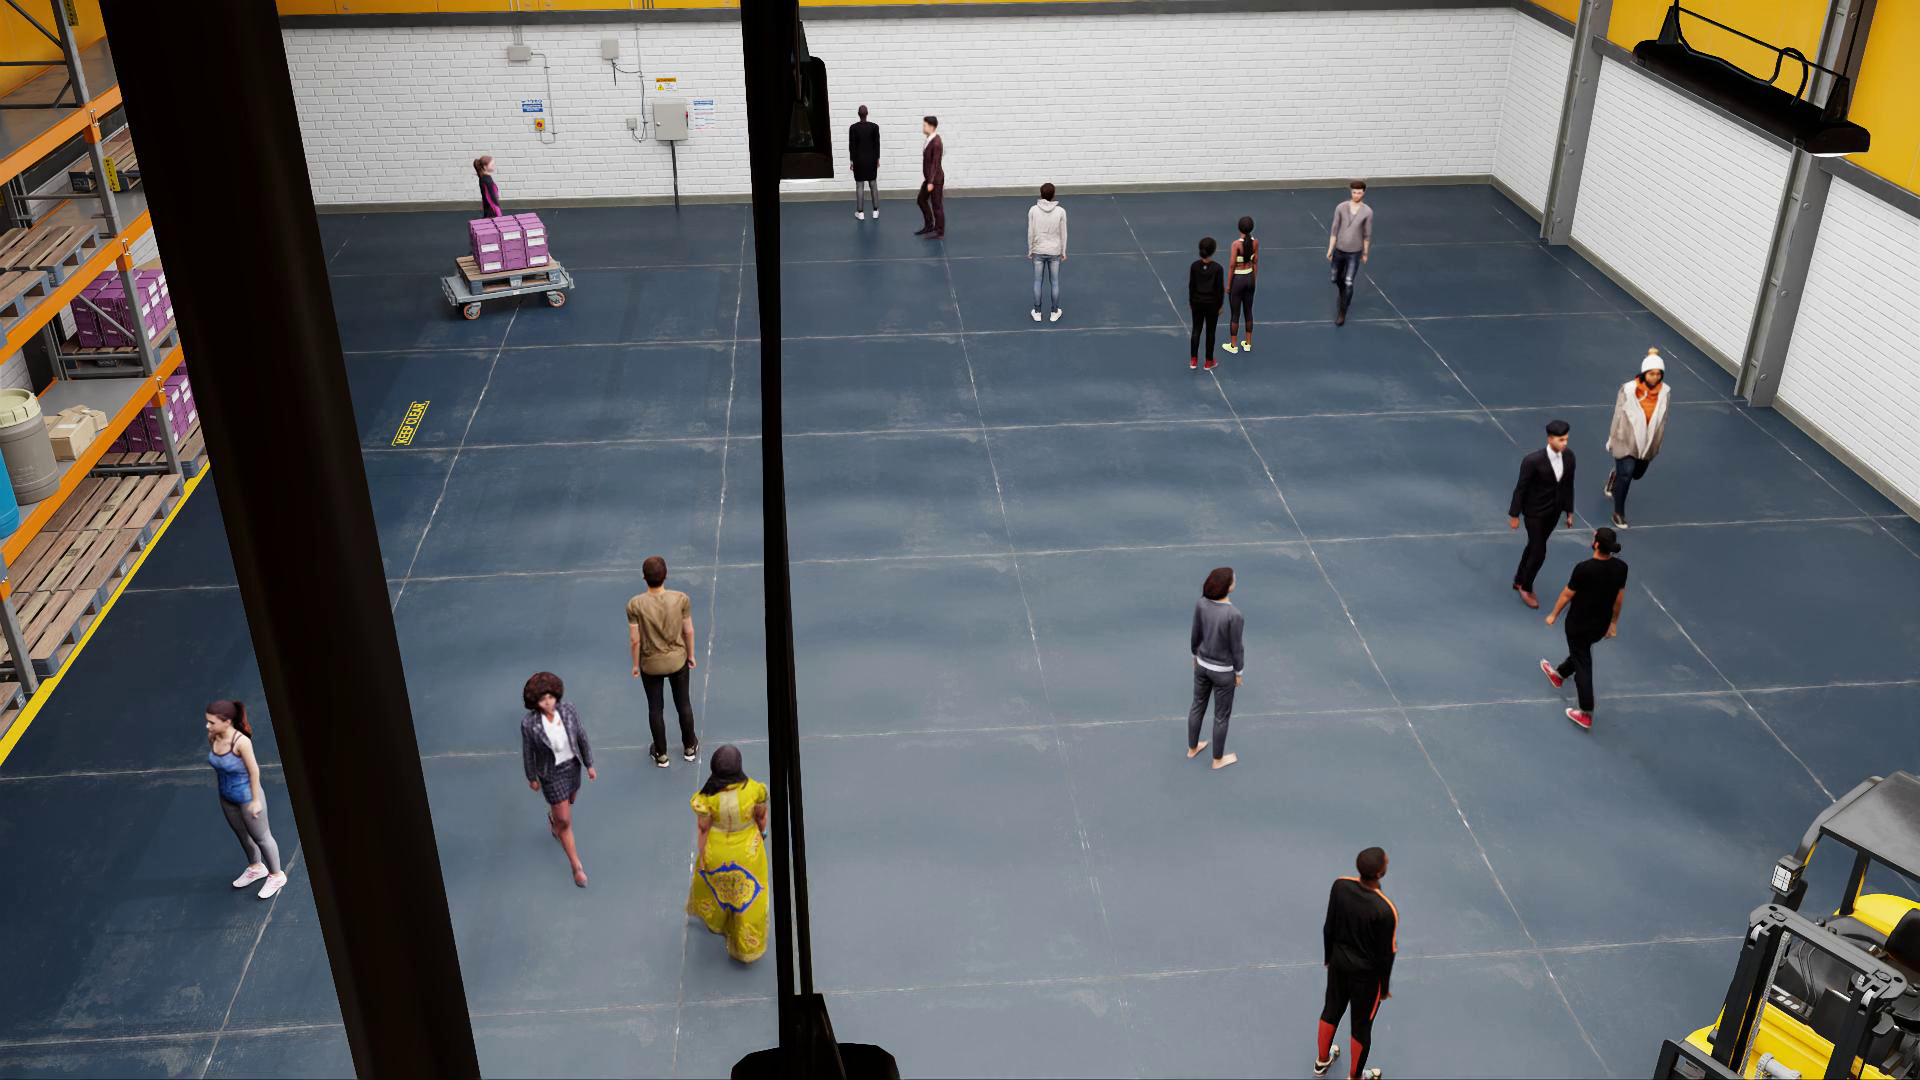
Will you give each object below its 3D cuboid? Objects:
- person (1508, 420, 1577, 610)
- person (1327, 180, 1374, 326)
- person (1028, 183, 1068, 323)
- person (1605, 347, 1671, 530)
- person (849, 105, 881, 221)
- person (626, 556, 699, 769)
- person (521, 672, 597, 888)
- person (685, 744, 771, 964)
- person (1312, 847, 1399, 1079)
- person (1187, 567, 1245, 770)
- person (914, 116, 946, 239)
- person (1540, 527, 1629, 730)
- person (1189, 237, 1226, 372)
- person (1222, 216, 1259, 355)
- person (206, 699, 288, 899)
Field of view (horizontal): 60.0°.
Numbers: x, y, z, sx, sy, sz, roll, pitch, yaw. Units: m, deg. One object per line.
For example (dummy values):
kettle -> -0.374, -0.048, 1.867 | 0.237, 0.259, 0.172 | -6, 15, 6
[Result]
person -> 5.371, -0.308, 15.530 | 0.820, 1.860, 0.838 | -12, 31, -21
person -> 5.140, -3.844, 21.988 | 1.031, 1.884, 1.194 | 13, 31, 22
person -> 1.140, -3.804, 21.946 | 0.690, 1.853, 0.597 | 1, 29, 2
person -> 6.857, -1.084, 16.954 | 0.730, 1.860, 1.086 | 0, 29, -1
person -> -1.479, -5.879, 25.846 | 0.664, 1.761, 0.586 | -6, 29, -11
person -> -2.357, 0.959, 13.216 | 0.718, 1.853, 0.653 | -9, 30, -15
person -> -2.943, 1.662, 12.123 | 0.948, 1.664, 1.120 | -20, 34, -32
person -> -1.522, 2.168, 11.231 | 0.852, 1.632, 0.948 | -5, 29, -9
person -> 2.435, 2.619, 10.220 | 0.762, 1.808, 0.677 | -24, 37, -37
person -> 2.032, 1.001, 13.227 | 0.672, 1.768, 0.739 | 23, 36, 36
person -> -0.319, -5.434, 24.935 | 0.817, 1.853, 0.668 | -7, 29, -12
person -> 5.235, 0.750, 13.736 | 0.823, 1.721, 1.164 | -10, 30, -17
person -> 3.028, -2.912, 20.498 | 0.676, 1.674, 0.683 | 12, 31, 21
person -> 3.561, -3.223, 20.987 | 0.618, 1.753, 0.588 | -10, 30, -18
person -> -5.130, 1.829, 11.875 | 0.660, 1.609, 0.693 | 15, 32, 25
